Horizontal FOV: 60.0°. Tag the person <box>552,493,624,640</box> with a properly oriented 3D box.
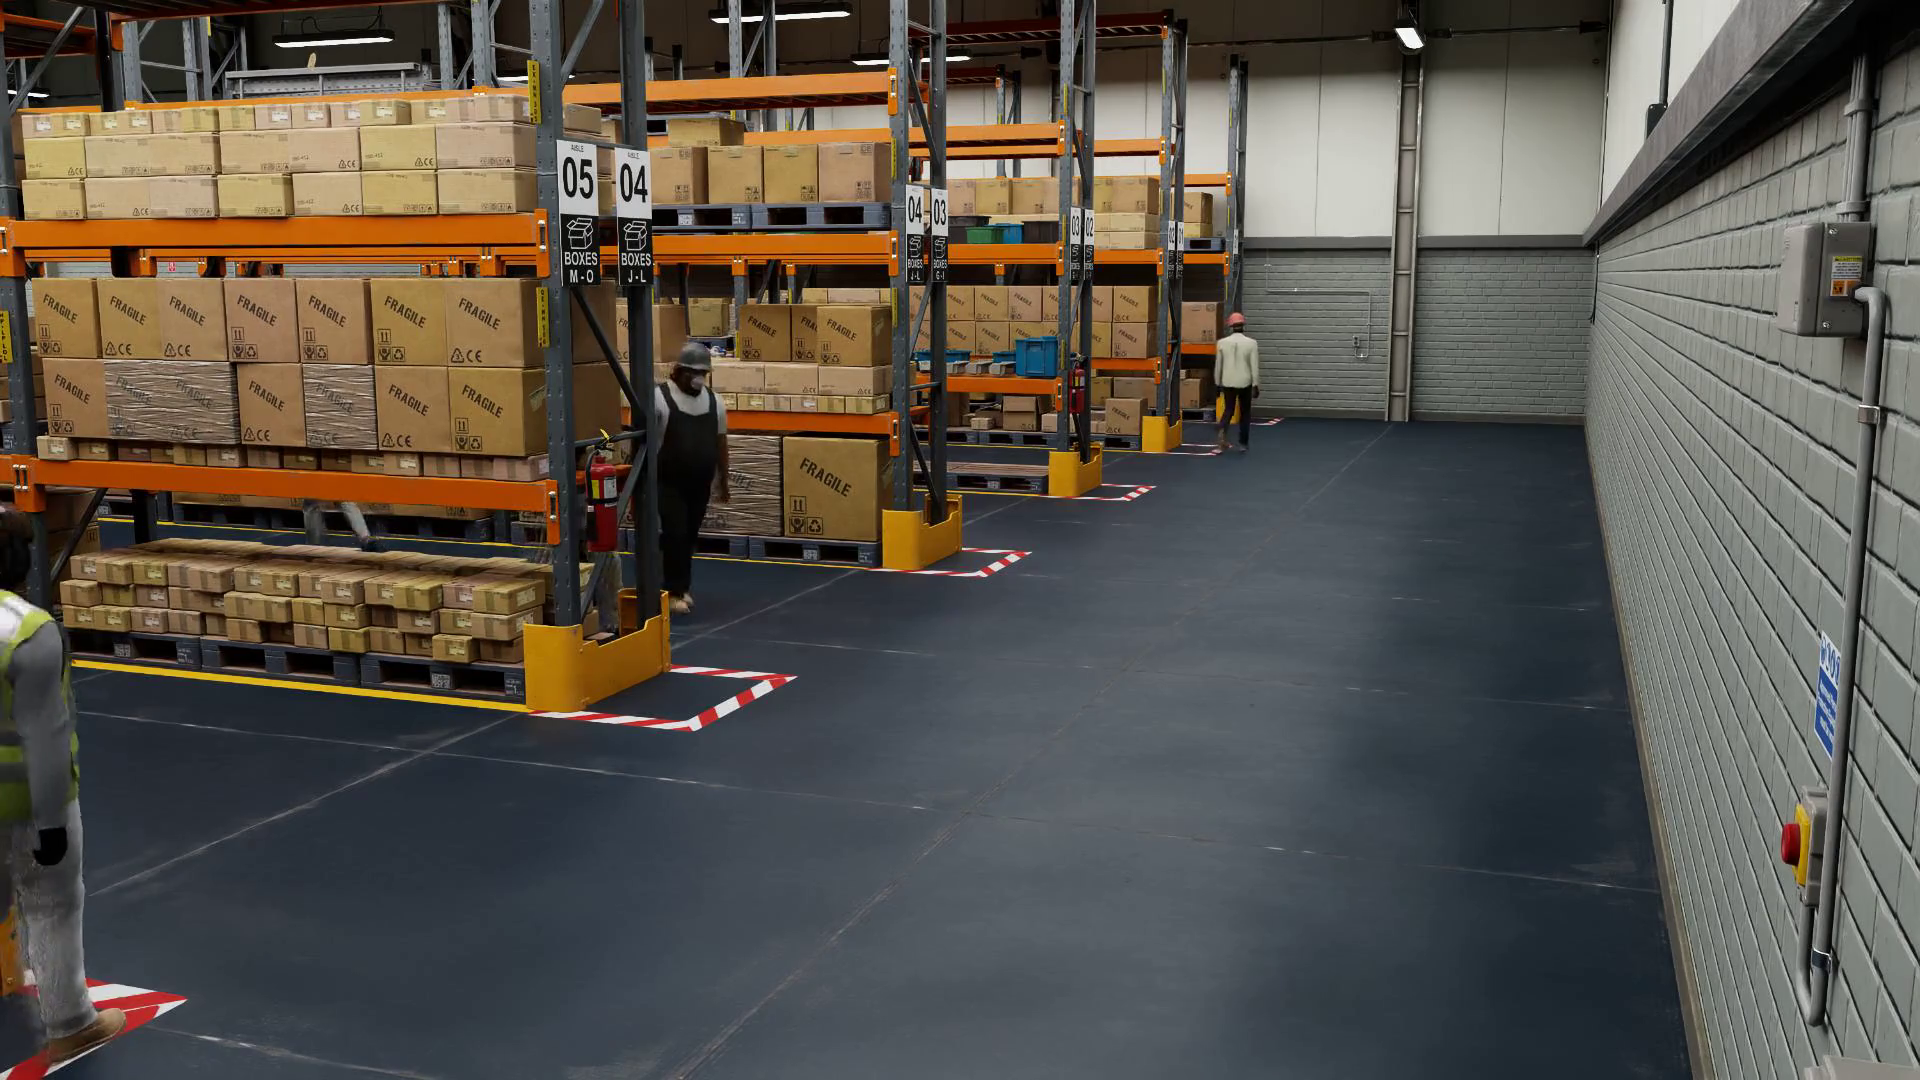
[{"bbox_3d":[-2.608,-0.209,11.308,0.958,1.830,0.520,4,10,22],"label":"person"}]

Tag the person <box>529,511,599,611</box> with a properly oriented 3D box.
[{"bbox_3d":[-3.030,-0.427,12.386,0.854,1.915,0.672,5,10,27],"label":"person"}]

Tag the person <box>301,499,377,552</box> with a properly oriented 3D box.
[{"bbox_3d":[-5.229,-0.655,13.797,0.801,1.920,0.629,7,11,37],"label":"person"}]

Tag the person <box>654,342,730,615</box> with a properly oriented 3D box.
[{"bbox_3d":[-1.991,-0.473,12.271,0.710,2.000,0.809,-7,12,-39],"label":"person"}]

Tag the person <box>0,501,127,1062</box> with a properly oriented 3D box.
[{"bbox_3d":[-2.969,0.791,5.068,0.633,1.824,0.723,3,10,19],"label":"person"}]

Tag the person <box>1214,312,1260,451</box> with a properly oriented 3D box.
[{"bbox_3d":[3.871,-2.204,23.332,0.647,1.965,0.734,4,10,23],"label":"person"}]
